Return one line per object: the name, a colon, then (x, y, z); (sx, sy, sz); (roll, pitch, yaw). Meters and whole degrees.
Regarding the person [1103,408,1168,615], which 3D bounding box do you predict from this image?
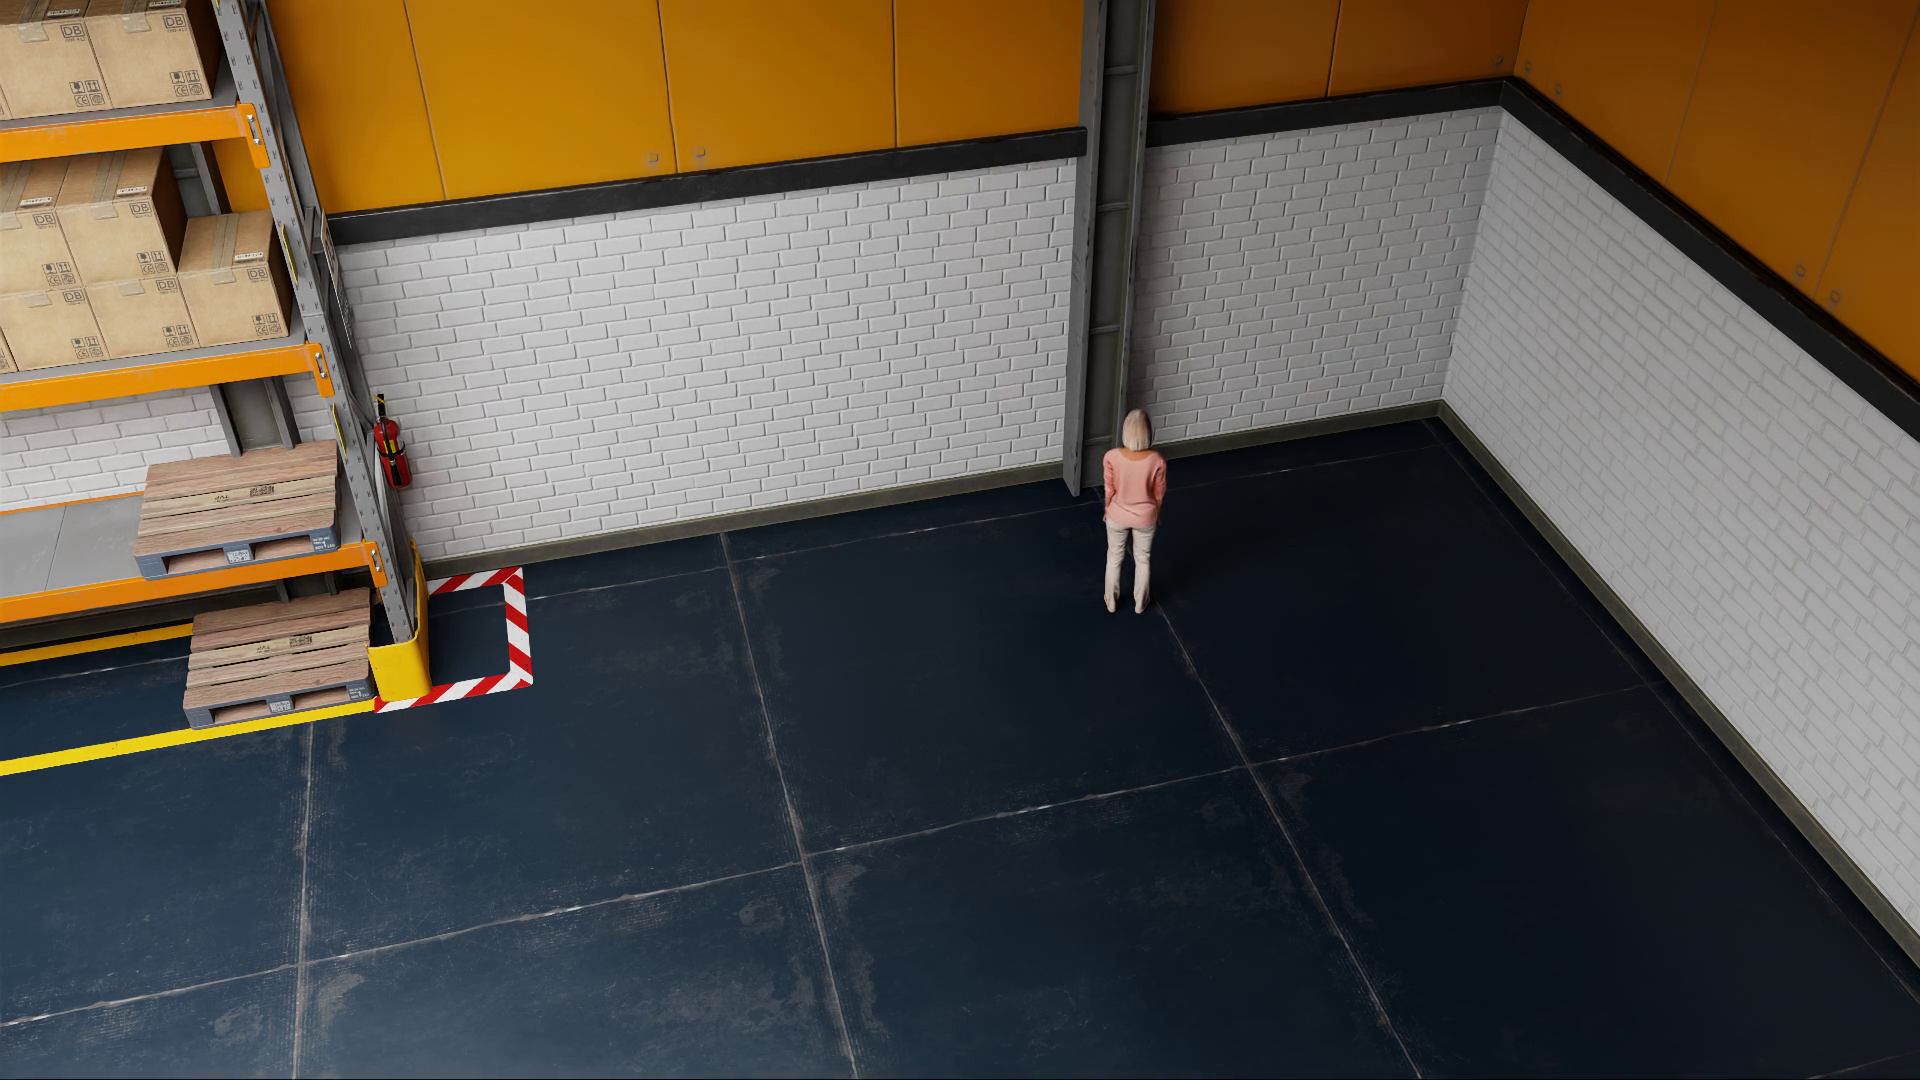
person: (1.215, -0.193, 11.737); (0.587, 1.724, 0.730); (4, 39, 5)
